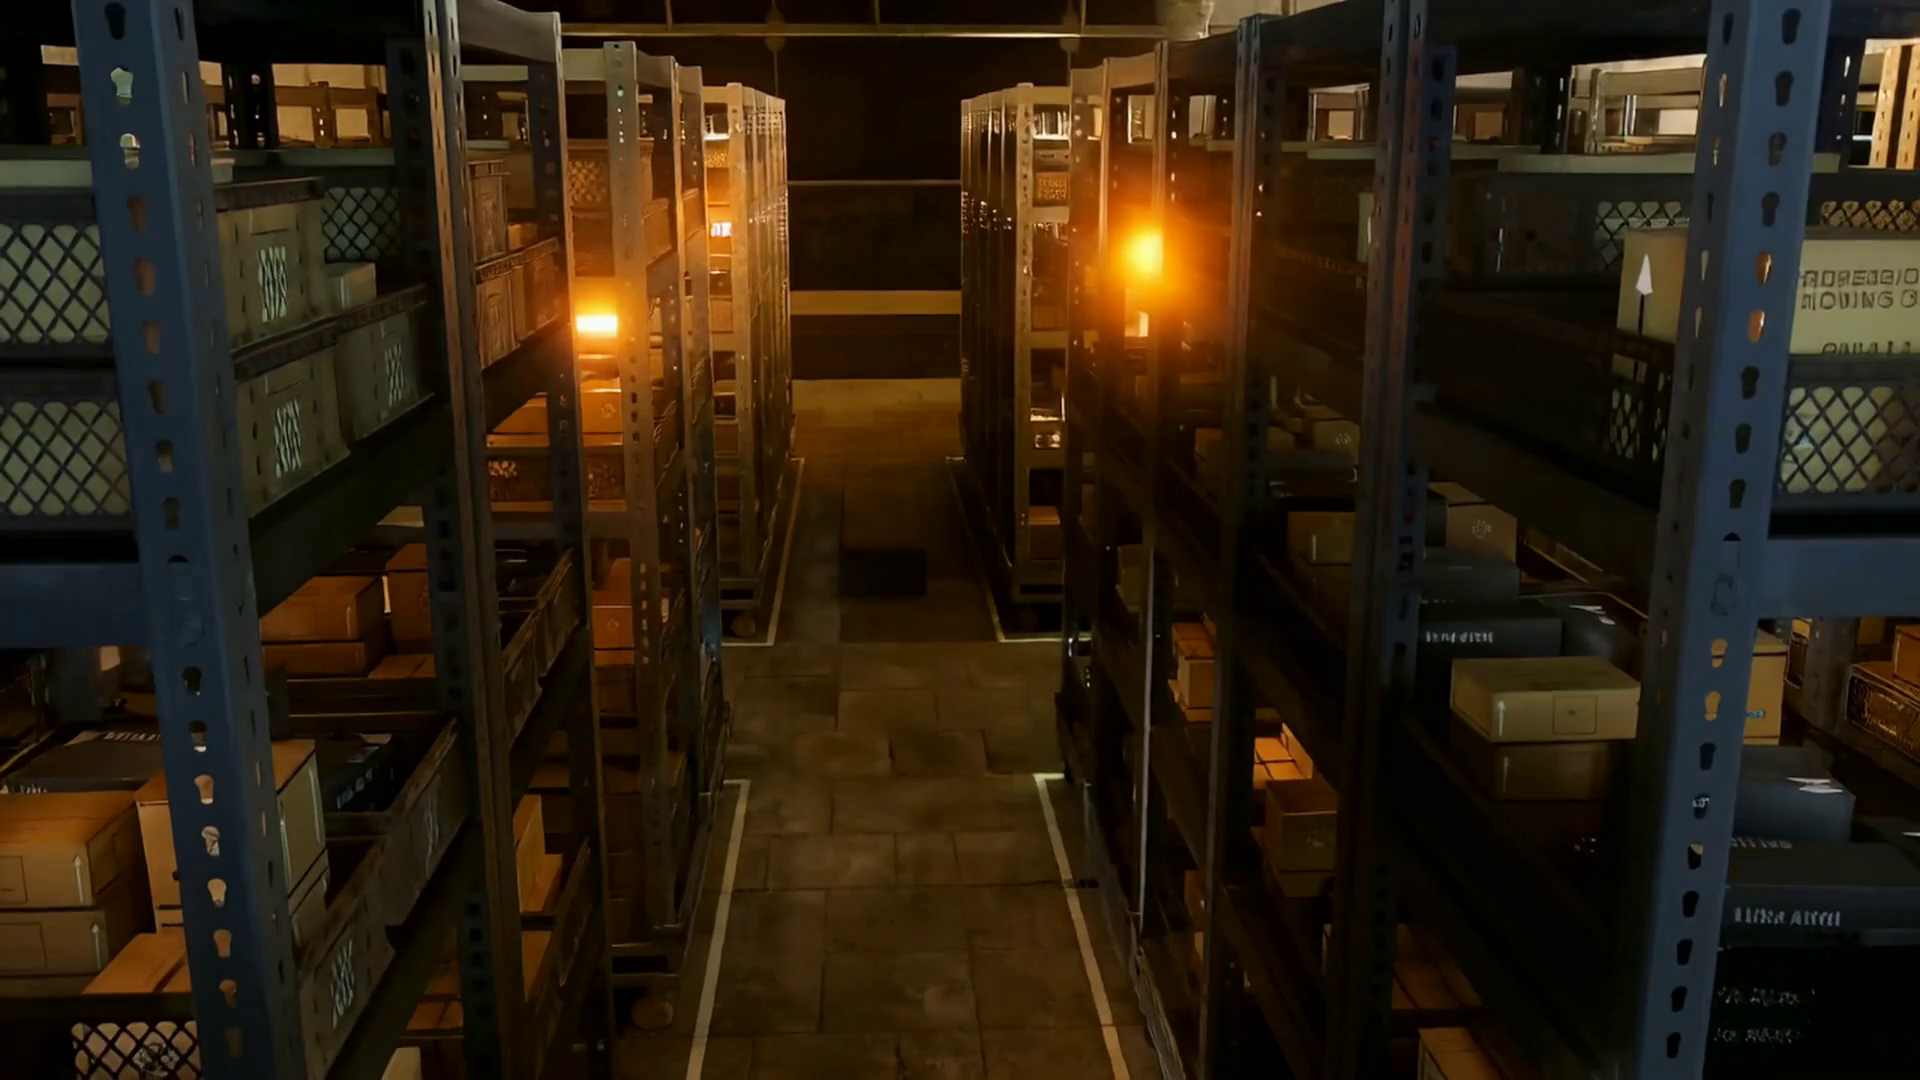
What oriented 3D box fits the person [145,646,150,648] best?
[{"bbox_3d":[-4.933,0.033,9.594,0.996,1.955,0.610,-5,15,-21],"label":"person"}]
